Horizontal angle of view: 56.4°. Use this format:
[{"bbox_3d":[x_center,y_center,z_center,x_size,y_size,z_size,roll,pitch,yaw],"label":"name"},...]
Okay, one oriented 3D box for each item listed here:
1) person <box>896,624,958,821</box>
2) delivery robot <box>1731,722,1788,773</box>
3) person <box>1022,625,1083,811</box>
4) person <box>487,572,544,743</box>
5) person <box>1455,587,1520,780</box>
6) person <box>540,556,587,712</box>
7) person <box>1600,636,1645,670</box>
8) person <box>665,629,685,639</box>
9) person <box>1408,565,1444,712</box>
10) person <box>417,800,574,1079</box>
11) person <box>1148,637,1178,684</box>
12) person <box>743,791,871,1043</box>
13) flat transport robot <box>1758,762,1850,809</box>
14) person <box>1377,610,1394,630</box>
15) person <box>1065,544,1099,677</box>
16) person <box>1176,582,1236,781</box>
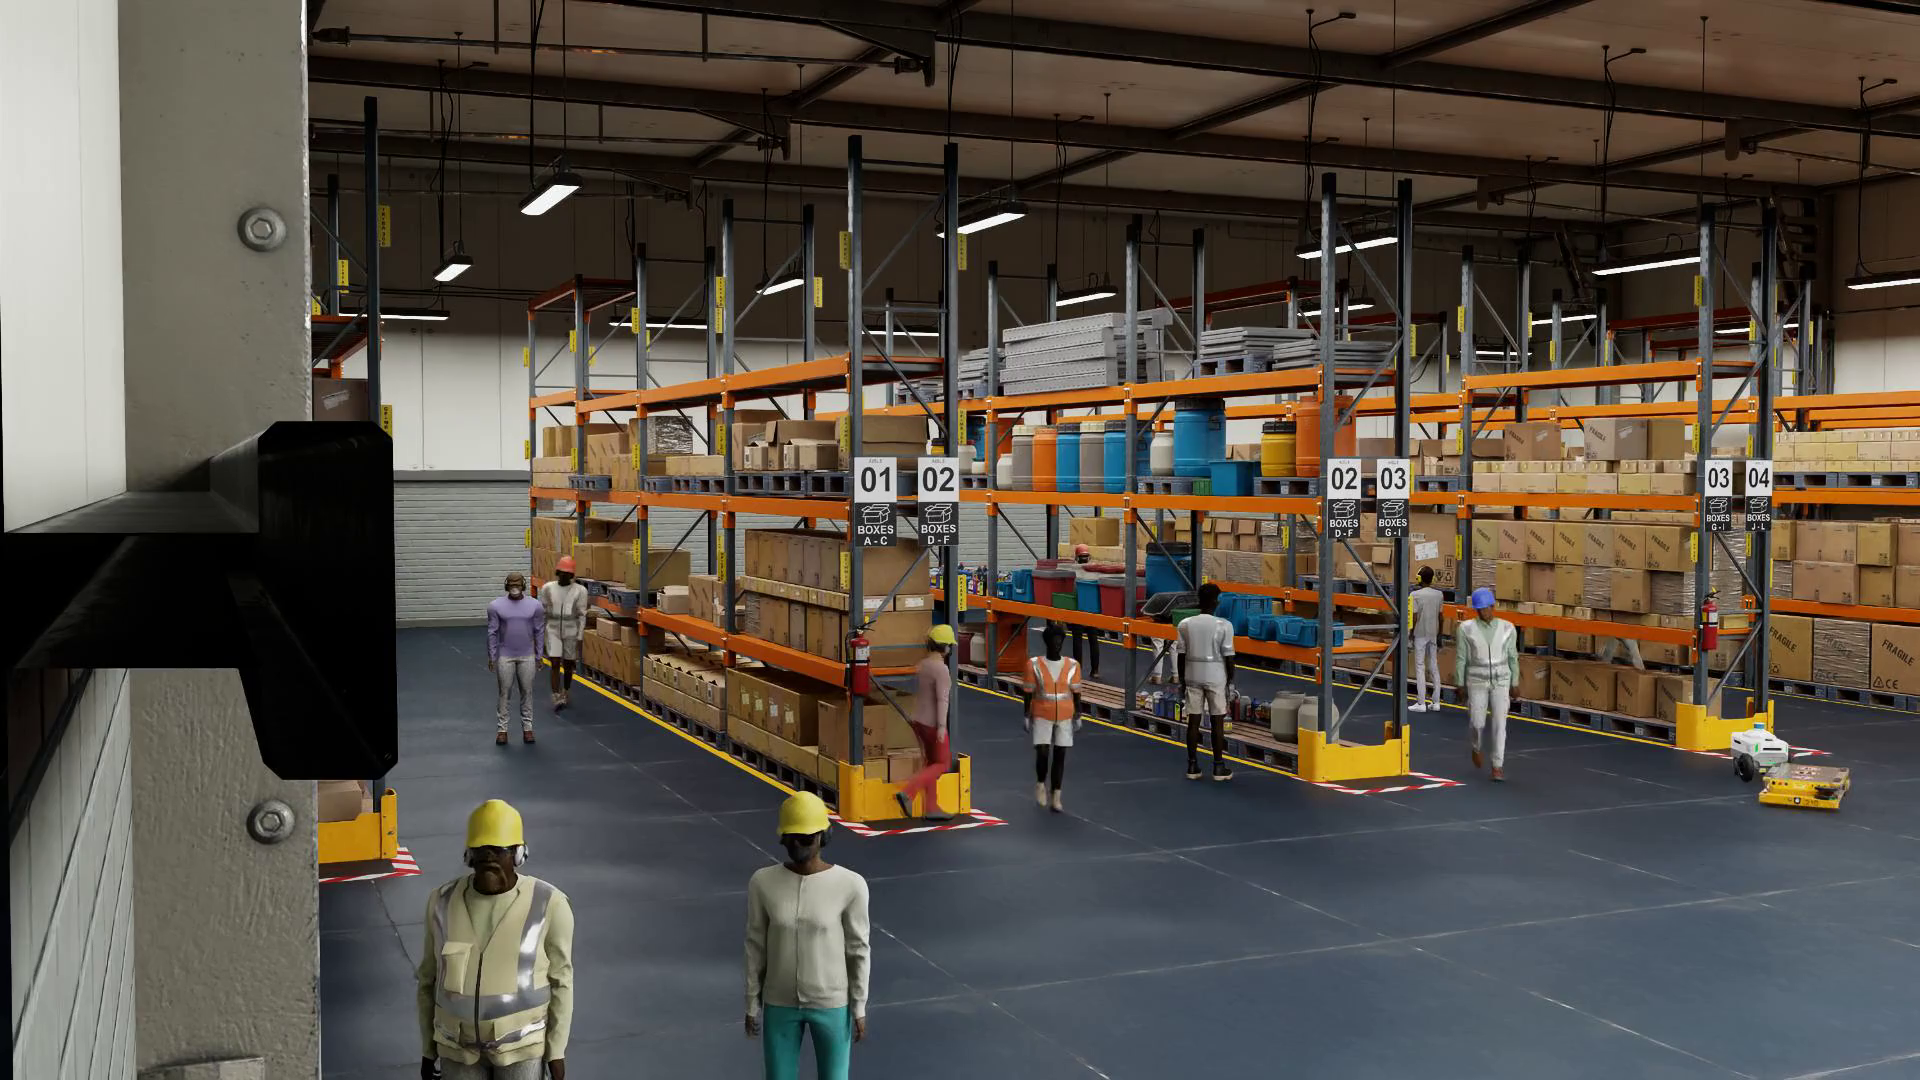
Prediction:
[{"bbox_3d":[-0.285,1.600,15.601,0.557,1.745,0.550,-1,2,-26],"label":"person"},{"bbox_3d":[8.004,2.072,17.949,0.477,0.478,0.707,0,2,4],"label":"delivery robot"},{"bbox_3d":[0.845,1.604,16.154,0.555,1.682,0.373,0,2,-11],"label":"person"},{"bbox_3d":[-5.031,1.325,20.298,0.638,1.937,0.356,-1,2,-17],"label":"person"},{"bbox_3d":[5.279,1.423,17.948,0.620,1.919,0.541,0,2,7],"label":"person"},{"bbox_3d":[-5.101,1.199,22.993,0.627,1.982,0.988,0,2,-7],"label":"person"},{"bbox_3d":[9.312,1.218,25.057,0.623,1.778,0.934,-2,3,-40],"label":"person"},{"bbox_3d":[-4.565,1.175,28.703,0.515,1.577,0.879,-1,2,-24],"label":"person"},{"bbox_3d":[5.948,1.262,22.916,0.531,1.864,0.310,-1,2,-20],"label":"person"},{"bbox_3d":[-1.764,1.894,6.767,0.590,1.837,0.404,0,2,2],"label":"person"},{"bbox_3d":[2.941,1.158,25.926,0.629,1.840,0.429,-1,2,-18],"label":"person"},{"bbox_3d":[-0.636,1.907,7.348,0.532,1.767,0.325,0,2,8],"label":"person"},{"bbox_3d":[7.966,2.299,16.872,0.652,0.197,1.431,1,3,31],"label":"flat transport robot"},{"bbox_3d":[7.105,1.088,29.446,0.491,1.713,0.768,-1,2,-21],"label":"person"},{"bbox_3d":[1.840,1.052,26.717,0.623,1.989,0.399,-1,2,-16],"label":"person"},{"bbox_3d":[2.465,1.403,17.903,0.612,1.963,0.363,1,2,28],"label":"person"}]
